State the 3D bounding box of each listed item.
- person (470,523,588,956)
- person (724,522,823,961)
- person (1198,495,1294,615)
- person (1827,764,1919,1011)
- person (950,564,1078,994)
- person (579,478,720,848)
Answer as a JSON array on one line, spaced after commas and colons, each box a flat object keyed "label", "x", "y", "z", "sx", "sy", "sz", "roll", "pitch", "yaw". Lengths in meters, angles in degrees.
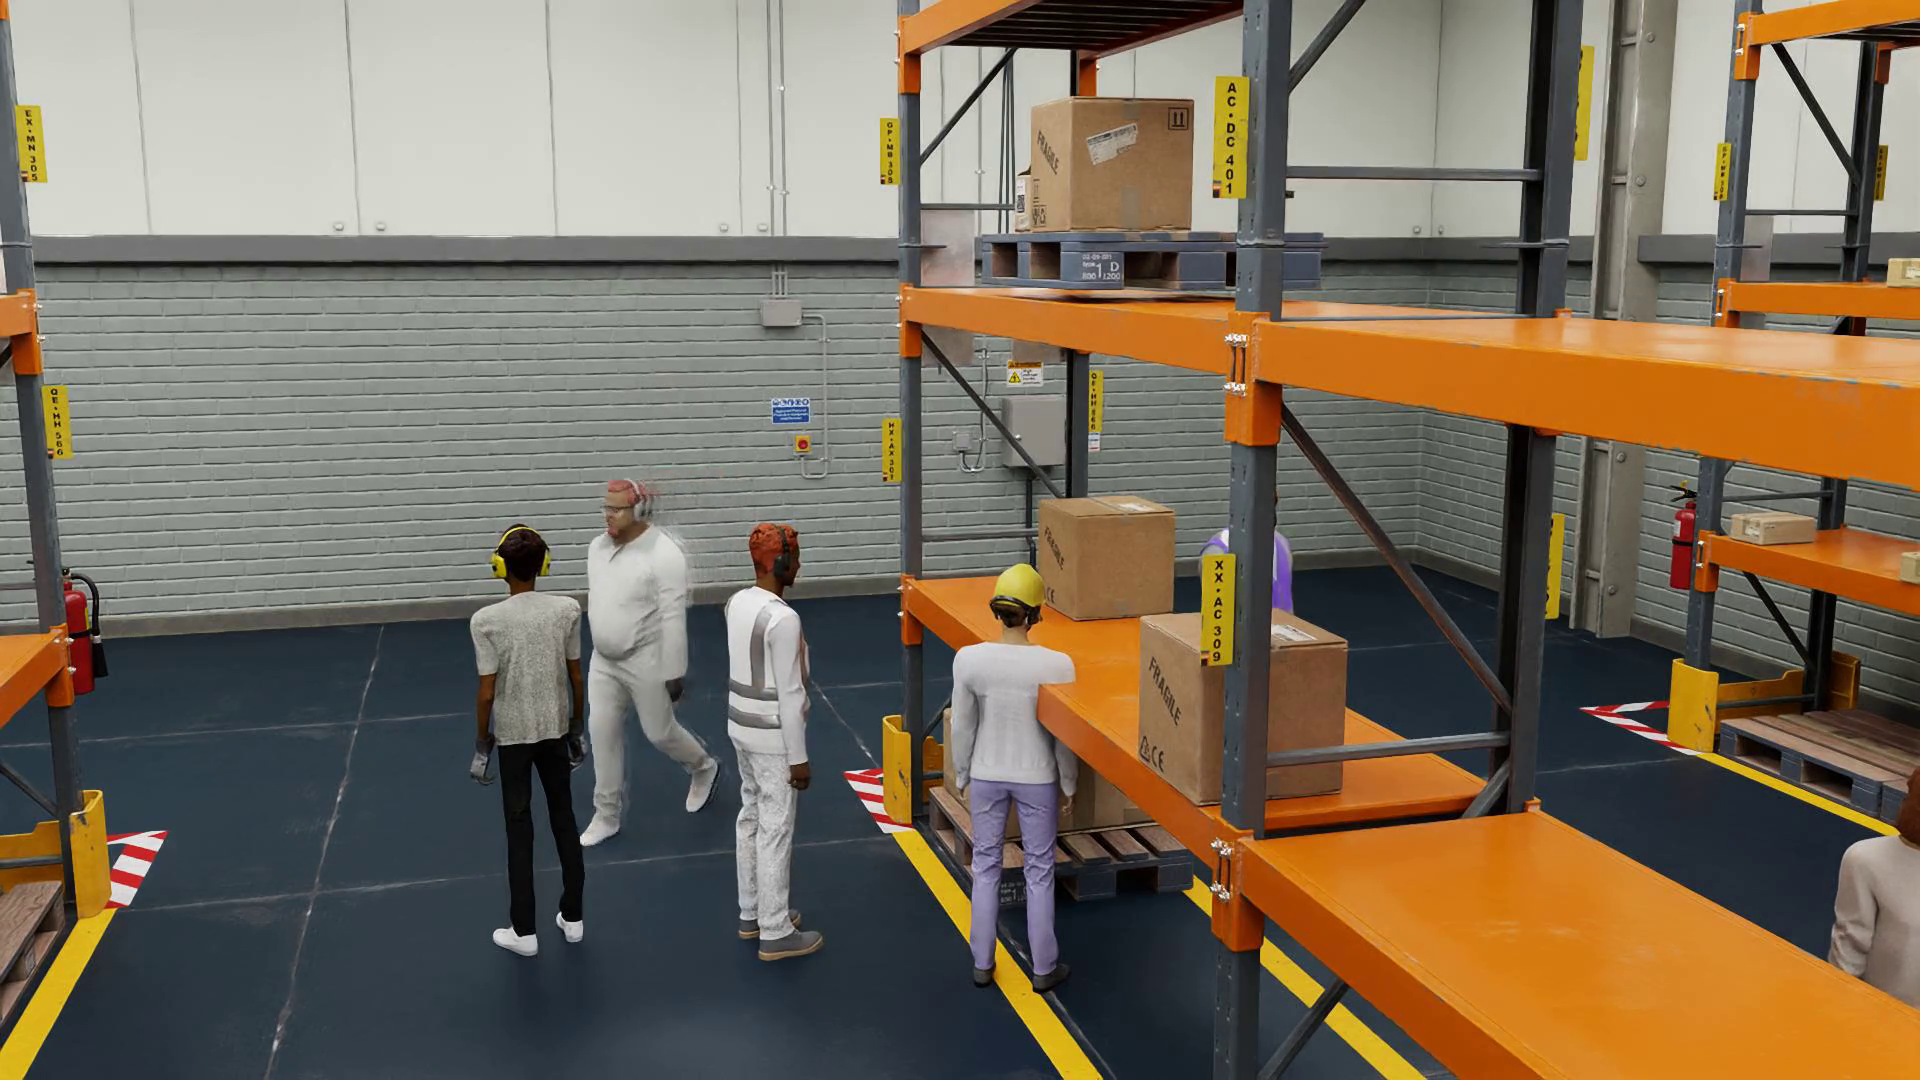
[{"label": "person", "x": -1.857, "y": 0.857, "z": 7.175, "sx": 0.514, "sy": 1.873, "sz": 0.329, "roll": -7, "pitch": 12, "yaw": -37}, {"label": "person", "x": -0.813, "y": 0.856, "z": 7.160, "sx": 0.359, "sy": 1.880, "sz": 0.575, "roll": -6, "pitch": 11, "yaw": -29}, {"label": "person", "x": 1.528, "y": 0.598, "z": 8.729, "sx": 0.621, "sy": 1.845, "sz": 0.429, "roll": -9, "pitch": 13, "yaw": -41}, {"label": "person", "x": 2.738, "y": 1.400, "z": 4.751, "sx": 0.497, "sy": 1.634, "sz": 0.278, "roll": 3, "pitch": 10, "yaw": 14}, {"label": "person", "x": 0.230, "y": 0.972, "z": 6.818, "sx": 0.533, "sy": 1.767, "sz": 0.326, "roll": 3, "pitch": 10, "yaw": 15}, {"label": "person", "x": -1.645, "y": 0.598, "z": 8.638, "sx": 0.654, "sy": 1.881, "sz": 0.861, "roll": 6, "pitch": 12, "yaw": 32}]
